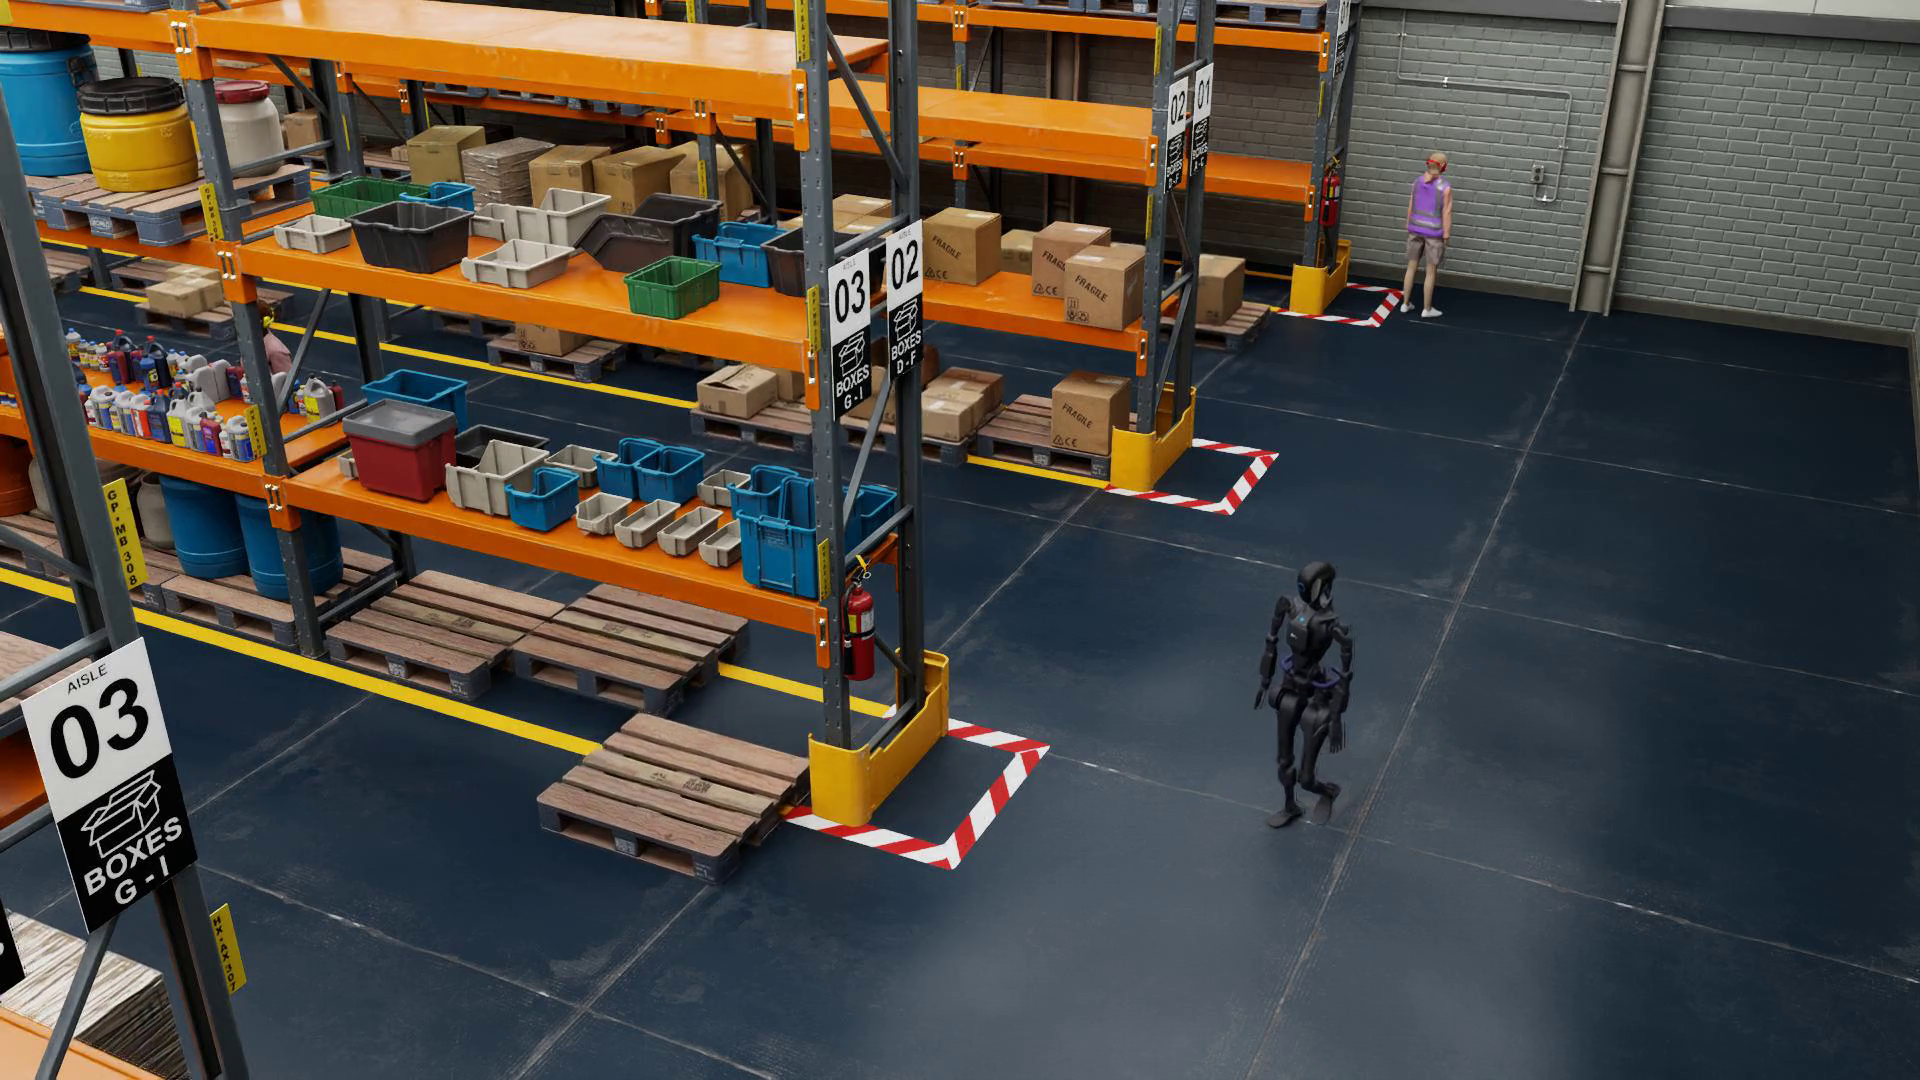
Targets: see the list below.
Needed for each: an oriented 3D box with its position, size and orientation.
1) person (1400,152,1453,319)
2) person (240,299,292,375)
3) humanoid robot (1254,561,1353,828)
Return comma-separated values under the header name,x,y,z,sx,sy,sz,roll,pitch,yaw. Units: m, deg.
name,x,y,z,sx,sy,sz,roll,pitch,yaw
person,4.779,-3.115,17.005,0.341,1.692,0.494,-24,35,-39
person,-5.147,-0.940,12.478,0.536,1.803,0.328,17,31,30
humanoid robot,1.883,0.838,9.018,0.374,1.642,0.609,-21,33,-36
